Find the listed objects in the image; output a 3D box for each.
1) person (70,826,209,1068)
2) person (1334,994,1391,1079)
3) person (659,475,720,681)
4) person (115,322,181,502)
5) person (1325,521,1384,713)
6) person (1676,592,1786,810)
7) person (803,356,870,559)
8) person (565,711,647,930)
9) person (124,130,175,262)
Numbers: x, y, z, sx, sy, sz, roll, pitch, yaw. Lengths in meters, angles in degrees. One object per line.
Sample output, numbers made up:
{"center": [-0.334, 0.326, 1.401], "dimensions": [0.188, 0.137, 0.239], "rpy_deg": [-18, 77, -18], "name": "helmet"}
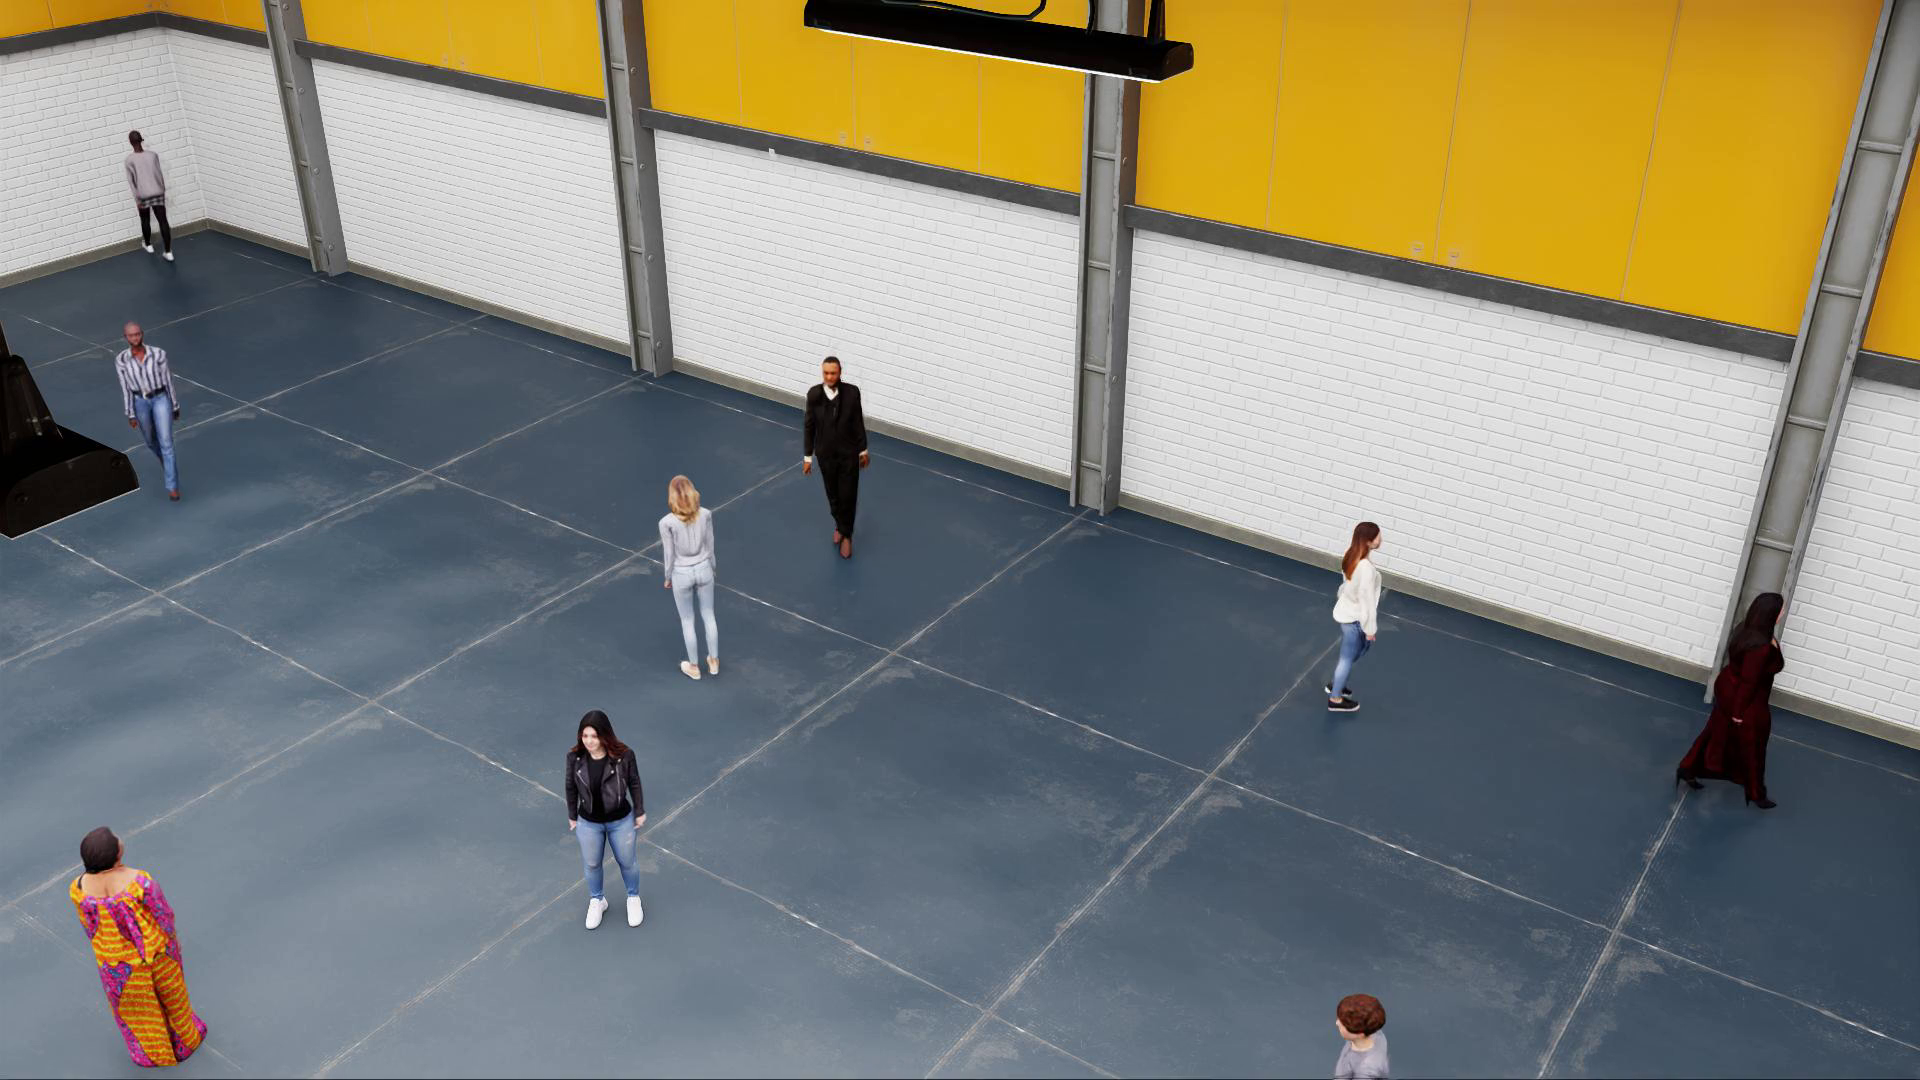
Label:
{"center": [-4.838, 2.341, 9.744], "dimensions": [0.774, 1.686, 0.842], "rpy_deg": [-2, 29, -4], "name": "person"}
{"center": [2.119, 2.998, 8.588], "dimensions": [0.763, 1.641, 0.730], "rpy_deg": [4, 29, 8], "name": "person"}
{"center": [-2.160, 0.297, 13.379], "dimensions": [0.658, 1.794, 0.646], "rpy_deg": [-15, 32, -25], "name": "person"}
{"center": [-7.953, -1.310, 16.357], "dimensions": [1.009, 1.764, 1.199], "rpy_deg": [-12, 31, -20], "name": "person"}
{"center": [2.985, 0.607, 12.928], "dimensions": [0.772, 1.681, 0.740], "rpy_deg": [-1, 29, -2], "name": "person"}
{"center": [5.507, 1.137, 11.904], "dimensions": [1.032, 1.731, 0.885], "rpy_deg": [6, 29, 11], "name": "person"}
{"center": [-1.117, -0.843, 15.378], "dimensions": [0.992, 1.882, 1.022], "rpy_deg": [4, 29, 7], "name": "person"}
{"center": [-2.296, 1.803, 10.785], "dimensions": [0.709, 1.634, 0.796], "rpy_deg": [-2, 29, -3], "name": "person"}
{"center": [-10.900, -4.630, 22.461], "dimensions": [0.801, 1.748, 1.045], "rpy_deg": [-22, 35, -34], "name": "person"}
